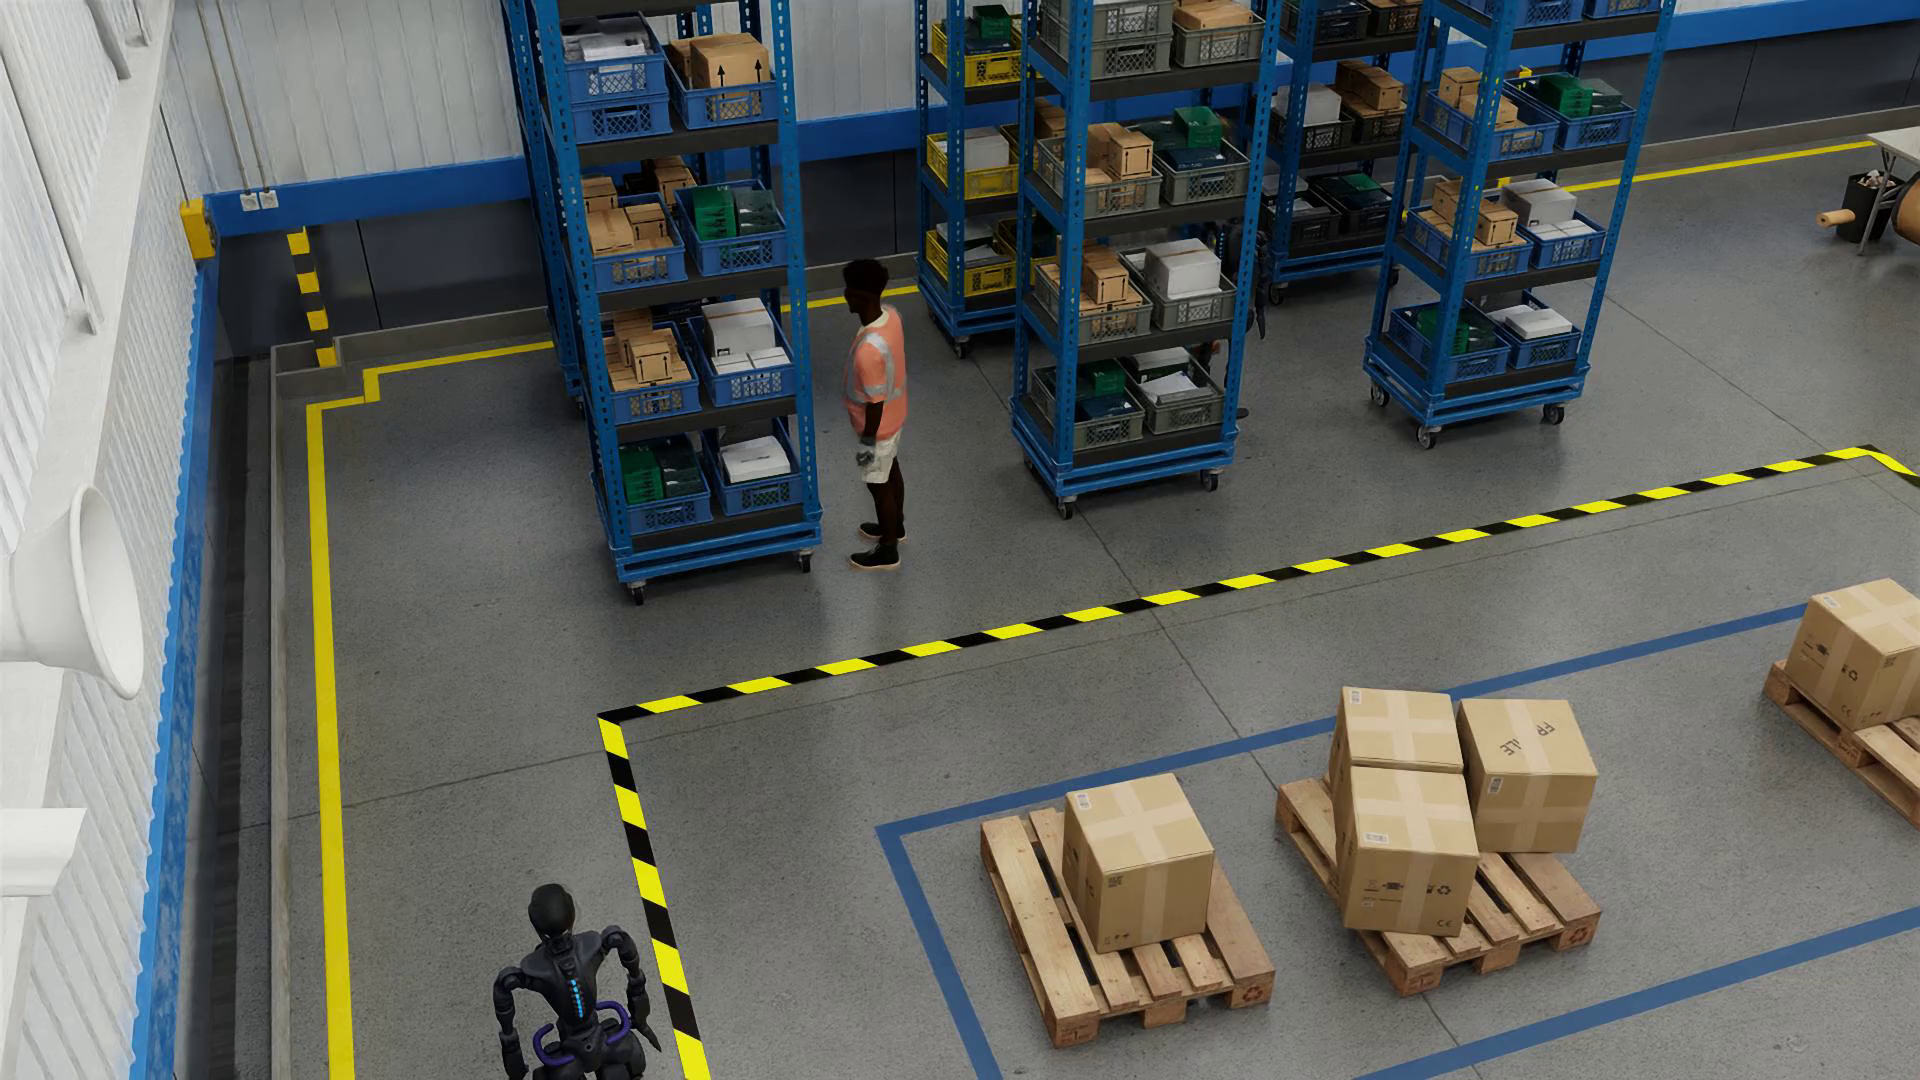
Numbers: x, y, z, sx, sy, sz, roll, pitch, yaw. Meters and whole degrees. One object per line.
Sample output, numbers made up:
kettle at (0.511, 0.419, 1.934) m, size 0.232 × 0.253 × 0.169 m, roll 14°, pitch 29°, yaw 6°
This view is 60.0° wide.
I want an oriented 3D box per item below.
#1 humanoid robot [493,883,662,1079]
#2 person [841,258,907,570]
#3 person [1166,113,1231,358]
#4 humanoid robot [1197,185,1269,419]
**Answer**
humanoid robot at (-1.397, 1.897, 6.131) m, size 0.599 × 1.657 × 0.315 m, roll -18°, pitch 39°, yaw -24°
person at (-0.489, -0.715, 9.597) m, size 0.362 × 1.963 × 0.611 m, roll 5°, pitch 36°, yaw 8°
person at (1.574, -2.062, 11.558) m, size 0.716 × 1.899 × 0.650 m, roll -12°, pitch 37°, yaw -16°
humanoid robot at (1.767, -1.587, 11.071) m, size 0.599 × 1.657 × 0.315 m, roll 26°, pitch 43°, yaw 32°
